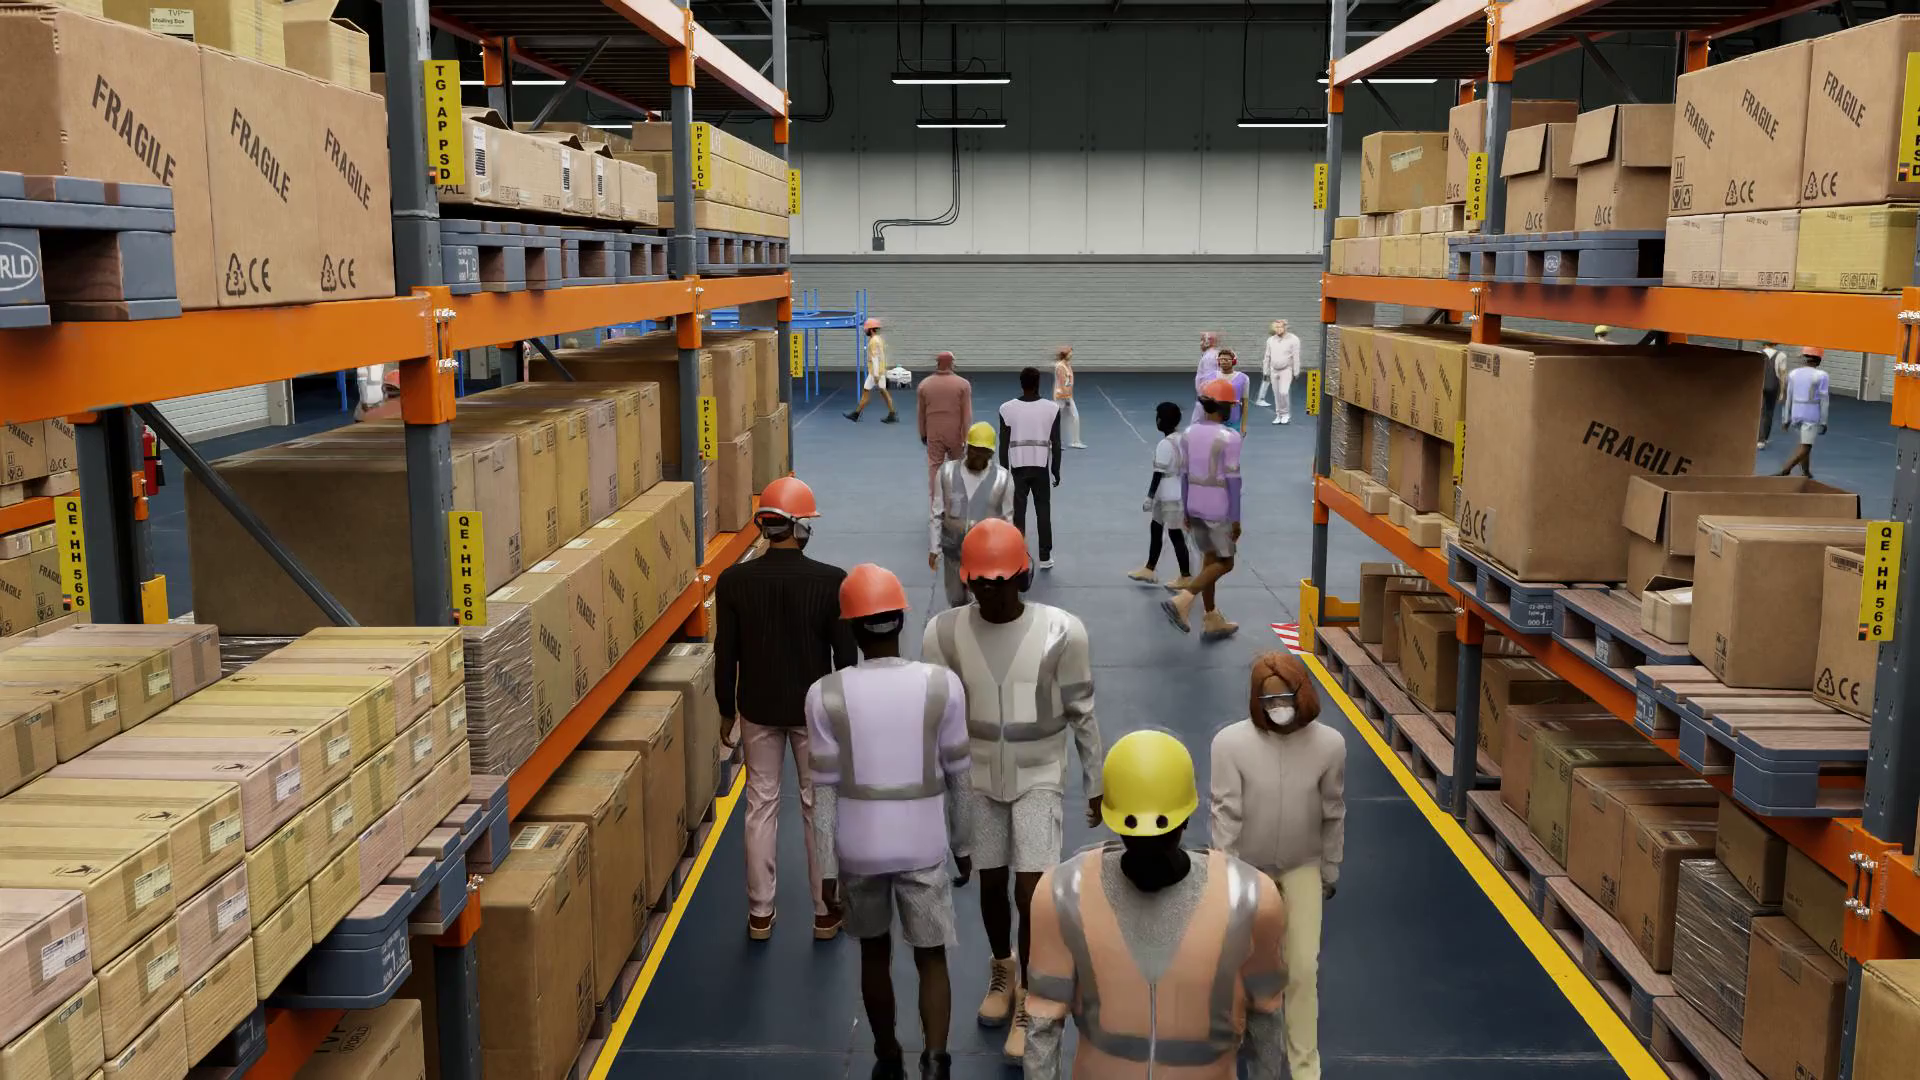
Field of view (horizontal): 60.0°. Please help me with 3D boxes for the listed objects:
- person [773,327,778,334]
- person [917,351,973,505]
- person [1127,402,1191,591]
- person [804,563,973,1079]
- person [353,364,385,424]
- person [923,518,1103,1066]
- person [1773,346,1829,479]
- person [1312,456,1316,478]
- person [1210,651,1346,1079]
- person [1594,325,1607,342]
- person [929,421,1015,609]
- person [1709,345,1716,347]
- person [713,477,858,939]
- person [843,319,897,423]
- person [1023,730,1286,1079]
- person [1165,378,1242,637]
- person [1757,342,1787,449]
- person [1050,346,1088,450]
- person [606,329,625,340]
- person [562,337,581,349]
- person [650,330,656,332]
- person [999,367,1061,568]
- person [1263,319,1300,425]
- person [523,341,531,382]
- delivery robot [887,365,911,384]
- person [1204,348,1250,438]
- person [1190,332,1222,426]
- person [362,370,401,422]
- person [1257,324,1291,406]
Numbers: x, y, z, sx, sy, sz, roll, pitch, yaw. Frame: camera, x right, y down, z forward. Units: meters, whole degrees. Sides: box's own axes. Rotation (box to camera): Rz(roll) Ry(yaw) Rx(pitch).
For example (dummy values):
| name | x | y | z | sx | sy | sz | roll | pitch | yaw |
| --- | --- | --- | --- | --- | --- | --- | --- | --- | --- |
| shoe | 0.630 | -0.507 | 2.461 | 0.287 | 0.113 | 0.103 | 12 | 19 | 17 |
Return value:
| name | x | y | z | sx | sy | sz | roll | pitch | yaw |
| --- | --- | --- | --- | --- | --- | --- | --- | --- | --- |
| person | -3.515 | -3.378 | 32.092 | 0.530 | 1.869 | 0.311 | 1 | 10 | 4 |
| person | -0.143 | -1.256 | 19.370 | 0.679 | 1.864 | 0.933 | 2 | 10 | 13 |
| person | 1.755 | -0.386 | 14.777 | 0.738 | 1.670 | 0.538 | 3 | 10 | 18 |
| person | -0.228 | 1.050 | 5.507 | 0.567 | 1.904 | 0.775 | -1 | 10 | -4 |
| person | -8.668 | -2.073 | 24.181 | 0.968 | 1.893 | 0.573 | 3 | 10 | 19 |
| person | 0.185 | 0.898 | 6.112 | 0.673 | 1.992 | 0.770 | 2 | 10 | 14 |
| person | 10.686 | -1.560 | 21.096 | 0.883 | 1.915 | 0.559 | -4 | 10 | -23 |
| person | 4.905 | -1.659 | 21.475 | 0.628 | 1.977 | 0.706 | -5 | 11 | -26 |
| person | 1.109 | 1.145 | 5.888 | 0.491 | 1.576 | 0.914 | 0 | 9 | -1 |
| person | 12.070 | -3.203 | 31.507 | 0.530 | 1.717 | 0.922 | -2 | 10 | -14 |
| person | 0.094 | 0.030 | 11.901 | 0.591 | 1.798 | 0.805 | 2 | 10 | 10 |
| person | 10.104 | -1.739 | 22.519 | 0.640 | 1.786 | 1.018 | 4 | 10 | 25 |
| person | -0.738 | 0.723 | 7.163 | 0.623 | 1.987 | 0.394 | 0 | 9 | 2 |
| person | -1.600 | -3.058 | 30.133 | 1.016 | 1.877 | 0.576 | 2 | 10 | 10 |
| person | 0.451 | 1.329 | 3.918 | 0.600 | 1.859 | 1.041 | 2 | 10 | 12 |
| person | 1.877 | -0.234 | 12.793 | 0.661 | 2.022 | 0.627 | -6 | 11 | -31 |
| person | 12.680 | -2.362 | 26.205 | 0.539 | 1.793 | 0.947 | 3 | 10 | 18 |
| person | 1.691 | -2.181 | 25.693 | 0.699 | 1.614 | 0.522 | 4 | 10 | 22 |
| person | -8.817 | -5.140 | 42.492 | 0.587 | 1.922 | 0.383 | -9 | 13 | -43 |
| person | -5.094 | -1.718 | 21.995 | 0.647 | 1.924 | 0.655 | -1 | 10 | -5 |
| person | -4.490 | -2.249 | 25.275 | 0.933 | 1.904 | 0.629 | -8 | 12 | -39 |
| person | 0.665 | -0.683 | 15.805 | 0.591 | 1.916 | 0.379 | 0 | 9 | 1 |
| person | 5.751 | -3.012 | 29.846 | 0.673 | 1.886 | 0.514 | 8 | 12 | 40 |
| person | -5.562 | -1.588 | 21.261 | 0.642 | 1.909 | 0.399 | 5 | 11 | 30 |
| delivery robot | -1.413 | -3.804 | 38.404 | 0.477 | 0.478 | 0.707 | -5 | 10 | -28 |
| person | 3.296 | -1.452 | 20.620 | 0.564 | 1.848 | 0.388 | 4 | 10 | 23 |
| person | 3.564 | -2.127 | 24.581 | 0.909 | 1.866 | 0.679 | 4 | 10 | 23 |
| person | -5.090 | -0.571 | 15.089 | 0.597 | 1.925 | 1.071 | 2 | 10 | 13 |
| person | 6.377 | -3.543 | 33.581 | 0.767 | 1.690 | 0.512 | 6 | 11 | 31 |
